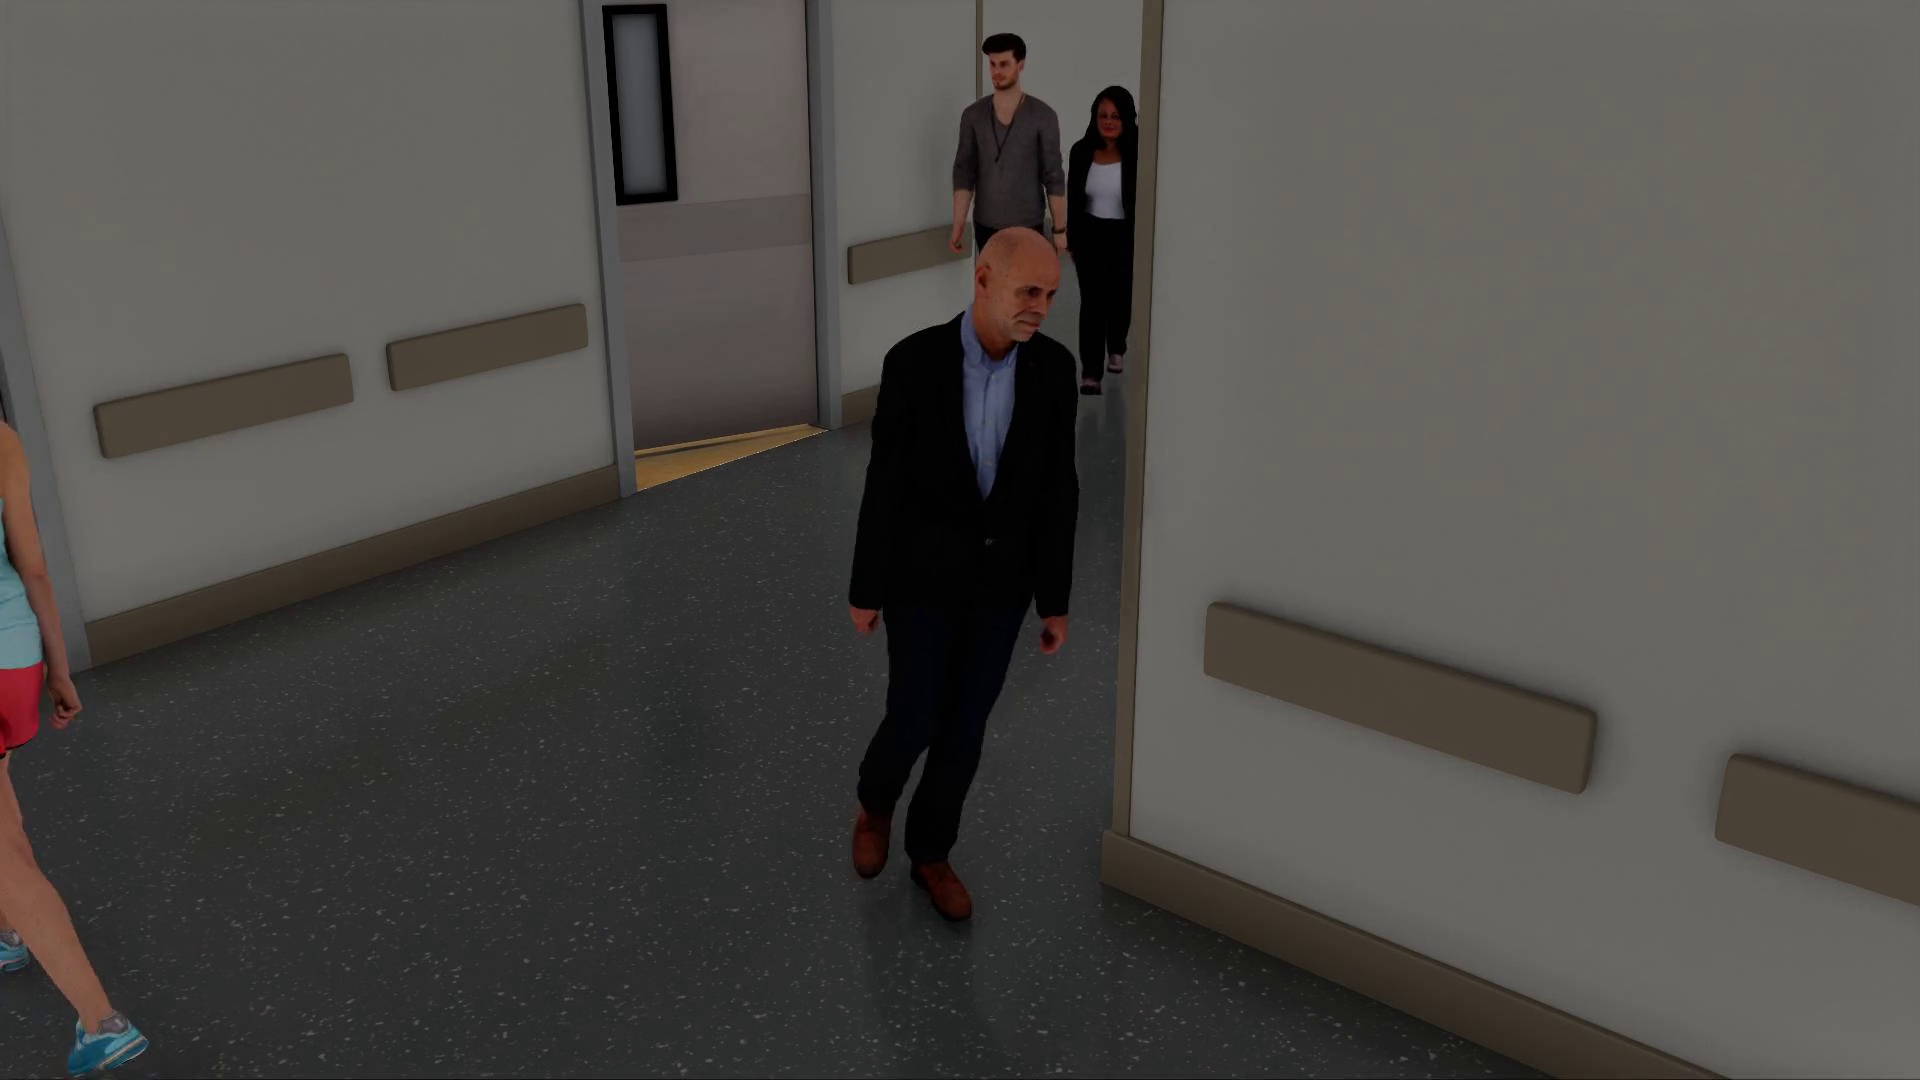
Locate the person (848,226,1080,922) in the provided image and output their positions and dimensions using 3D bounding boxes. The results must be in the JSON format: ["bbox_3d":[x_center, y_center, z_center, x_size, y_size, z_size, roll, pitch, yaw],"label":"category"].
[{"bbox_3d":[-0.001,0.083,4.201,0.854,1.763,0.933,-2,21,-6],"label":"person"}]

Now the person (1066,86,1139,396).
[{"bbox_3d":[0.822,-1.583,8.864,1.017,1.575,1.204,3,21,9],"label":"person"}]

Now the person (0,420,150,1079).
[{"bbox_3d":[-2.081,0.356,3.541,0.690,1.719,1.179,14,25,33],"label":"person"}]

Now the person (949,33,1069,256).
[{"bbox_3d":[0.287,-1.586,8.469,0.877,1.861,1.246,10,23,24],"label":"person"}]
